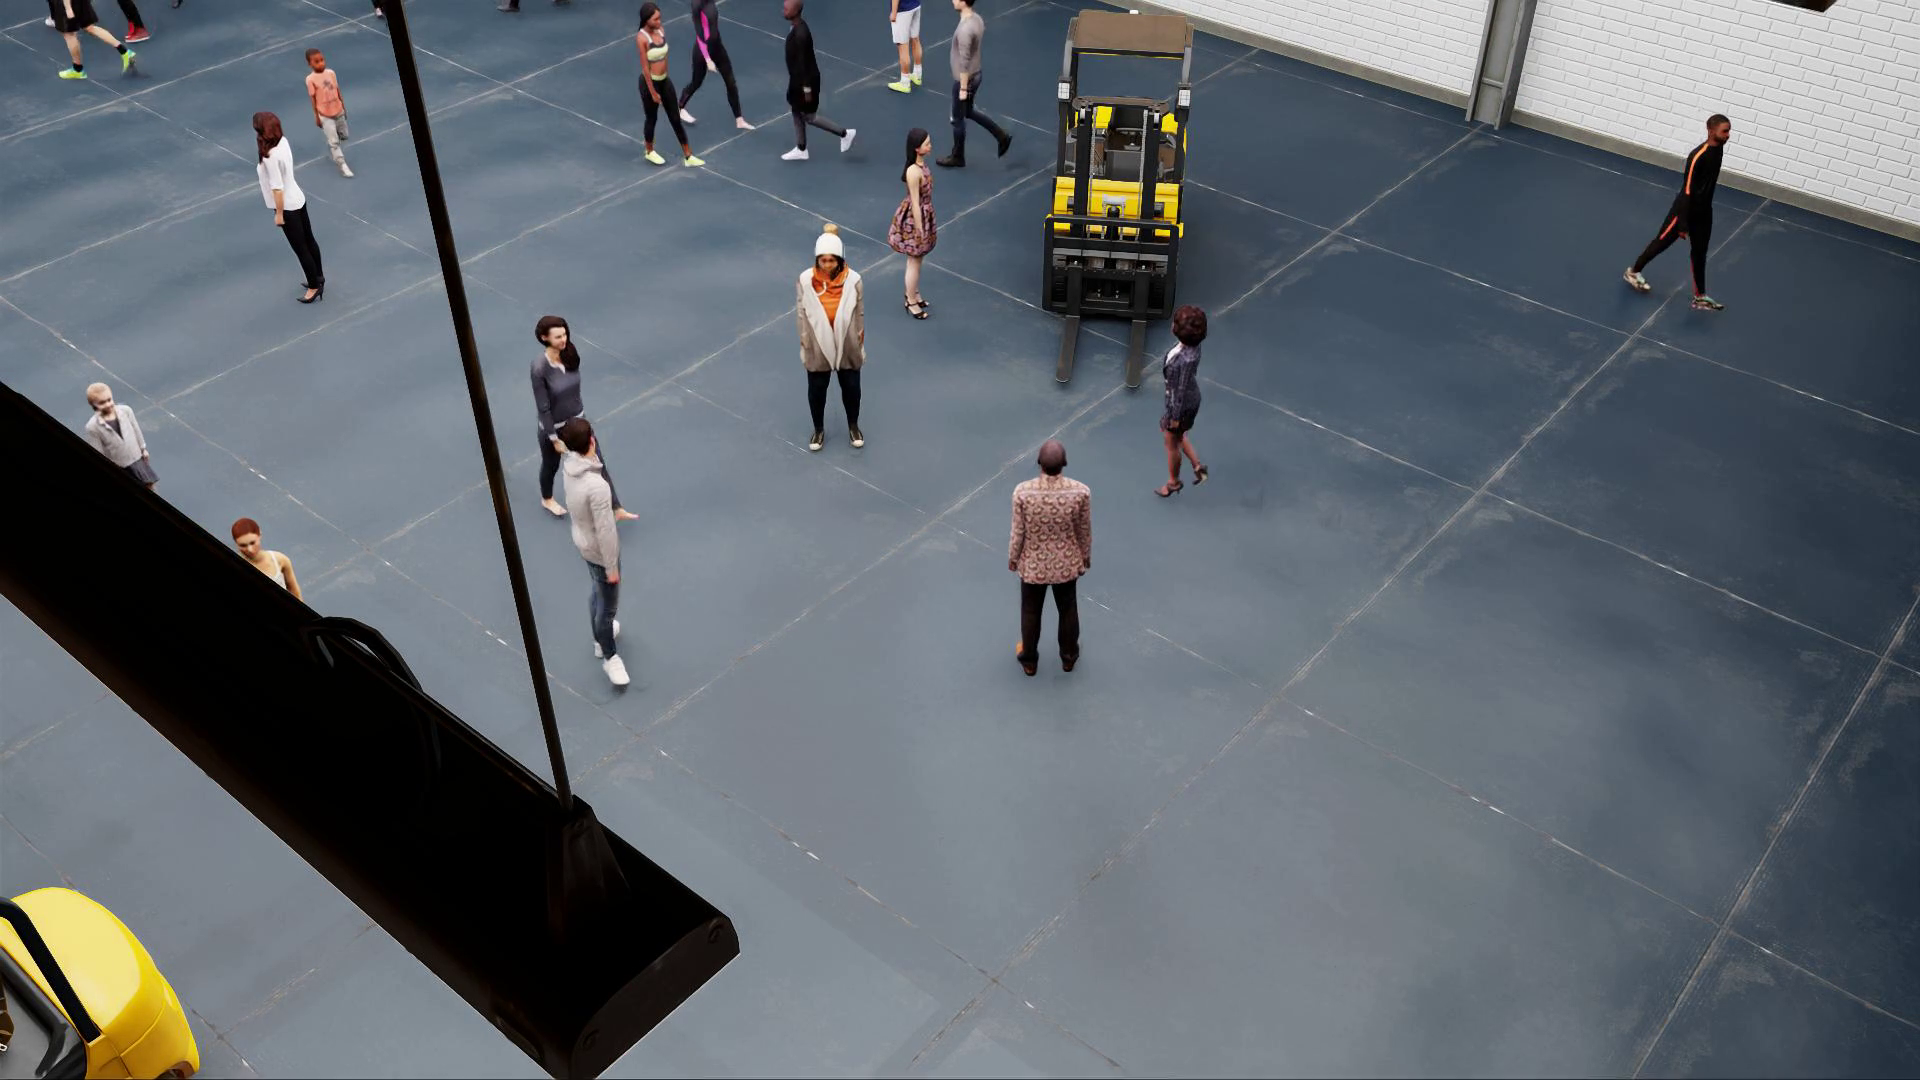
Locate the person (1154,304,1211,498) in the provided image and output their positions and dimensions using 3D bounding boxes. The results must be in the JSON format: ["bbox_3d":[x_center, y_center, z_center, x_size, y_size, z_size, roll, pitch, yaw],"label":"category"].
[{"bbox_3d":[1.722,-0.992,12.335,0.800,1.687,0.760,10,40,12],"label":"person"}]

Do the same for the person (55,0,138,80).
[{"bbox_3d":[-9.803,-6.025,18.495,1.227,1.864,1.148,-2,39,-2],"label":"person"}]

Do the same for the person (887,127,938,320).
[{"bbox_3d":[-0.366,-2.755,14.472,0.857,1.775,0.807,1,39,1],"label":"person"}]

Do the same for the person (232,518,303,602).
[{"bbox_3d":[-4.301,0.534,10.461,0.600,1.641,0.576,-21,43,-24],"label":"person"}]

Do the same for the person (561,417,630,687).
[{"bbox_3d":[-2.380,0.086,10.879,0.976,1.819,0.656,-13,40,-16],"label":"person"}]

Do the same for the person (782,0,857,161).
[{"bbox_3d":[-1.478,-4.660,16.887,1.079,1.737,1.059,-6,39,-8],"label":"person"}]

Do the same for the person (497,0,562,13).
[{"bbox_3d":[-5.179,-7.305,20.221,1.135,1.711,1.177,-9,39,-11],"label":"person"}]

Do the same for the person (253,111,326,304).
[{"bbox_3d":[-5.911,-2.948,14.698,0.734,1.795,0.671,-4,39,-4],"label":"person"}]

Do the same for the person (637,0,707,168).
[{"bbox_3d":[-3.142,-4.600,16.823,0.972,1.723,0.564,26,45,29],"label":"person"}]

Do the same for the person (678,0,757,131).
[{"bbox_3d":[-2.731,-5.127,17.497,1.209,1.706,0.757,17,42,20],"label":"person"}]

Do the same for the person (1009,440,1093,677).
[{"bbox_3d":[0.581,0.129,10.834,0.768,1.808,0.832,-2,39,-3],"label":"person"}]

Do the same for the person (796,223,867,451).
[{"bbox_3d":[-0.987,-1.565,12.889,0.812,1.890,0.867,-5,39,-6],"label":"person"}]

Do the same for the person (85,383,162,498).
[{"bbox_3d":[-6.170,-0.628,12.223,0.572,1.257,0.779,-31,48,-33],"label":"person"}]

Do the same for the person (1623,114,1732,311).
[{"bbox_3d":[6.362,-2.922,14.692,0.844,1.760,1.246,-25,45,-28],"label":"person"}]

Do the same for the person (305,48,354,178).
[{"bbox_3d":[-6.424,-4.362,16.865,0.535,1.299,0.763,-30,47,-32],"label":"person"}]

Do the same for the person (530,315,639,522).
[{"bbox_3d":[-2.979,-0.864,12.148,1.091,1.721,0.684,24,45,27],"label":"person"}]

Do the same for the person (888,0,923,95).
[{"bbox_3d":[-0.595,-5.868,18.318,0.583,1.839,0.654,23,44,26],"label":"person"}]

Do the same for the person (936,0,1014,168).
[{"bbox_3d":[0.150,-4.626,16.726,1.146,1.886,0.985,7,39,8],"label":"person"}]
